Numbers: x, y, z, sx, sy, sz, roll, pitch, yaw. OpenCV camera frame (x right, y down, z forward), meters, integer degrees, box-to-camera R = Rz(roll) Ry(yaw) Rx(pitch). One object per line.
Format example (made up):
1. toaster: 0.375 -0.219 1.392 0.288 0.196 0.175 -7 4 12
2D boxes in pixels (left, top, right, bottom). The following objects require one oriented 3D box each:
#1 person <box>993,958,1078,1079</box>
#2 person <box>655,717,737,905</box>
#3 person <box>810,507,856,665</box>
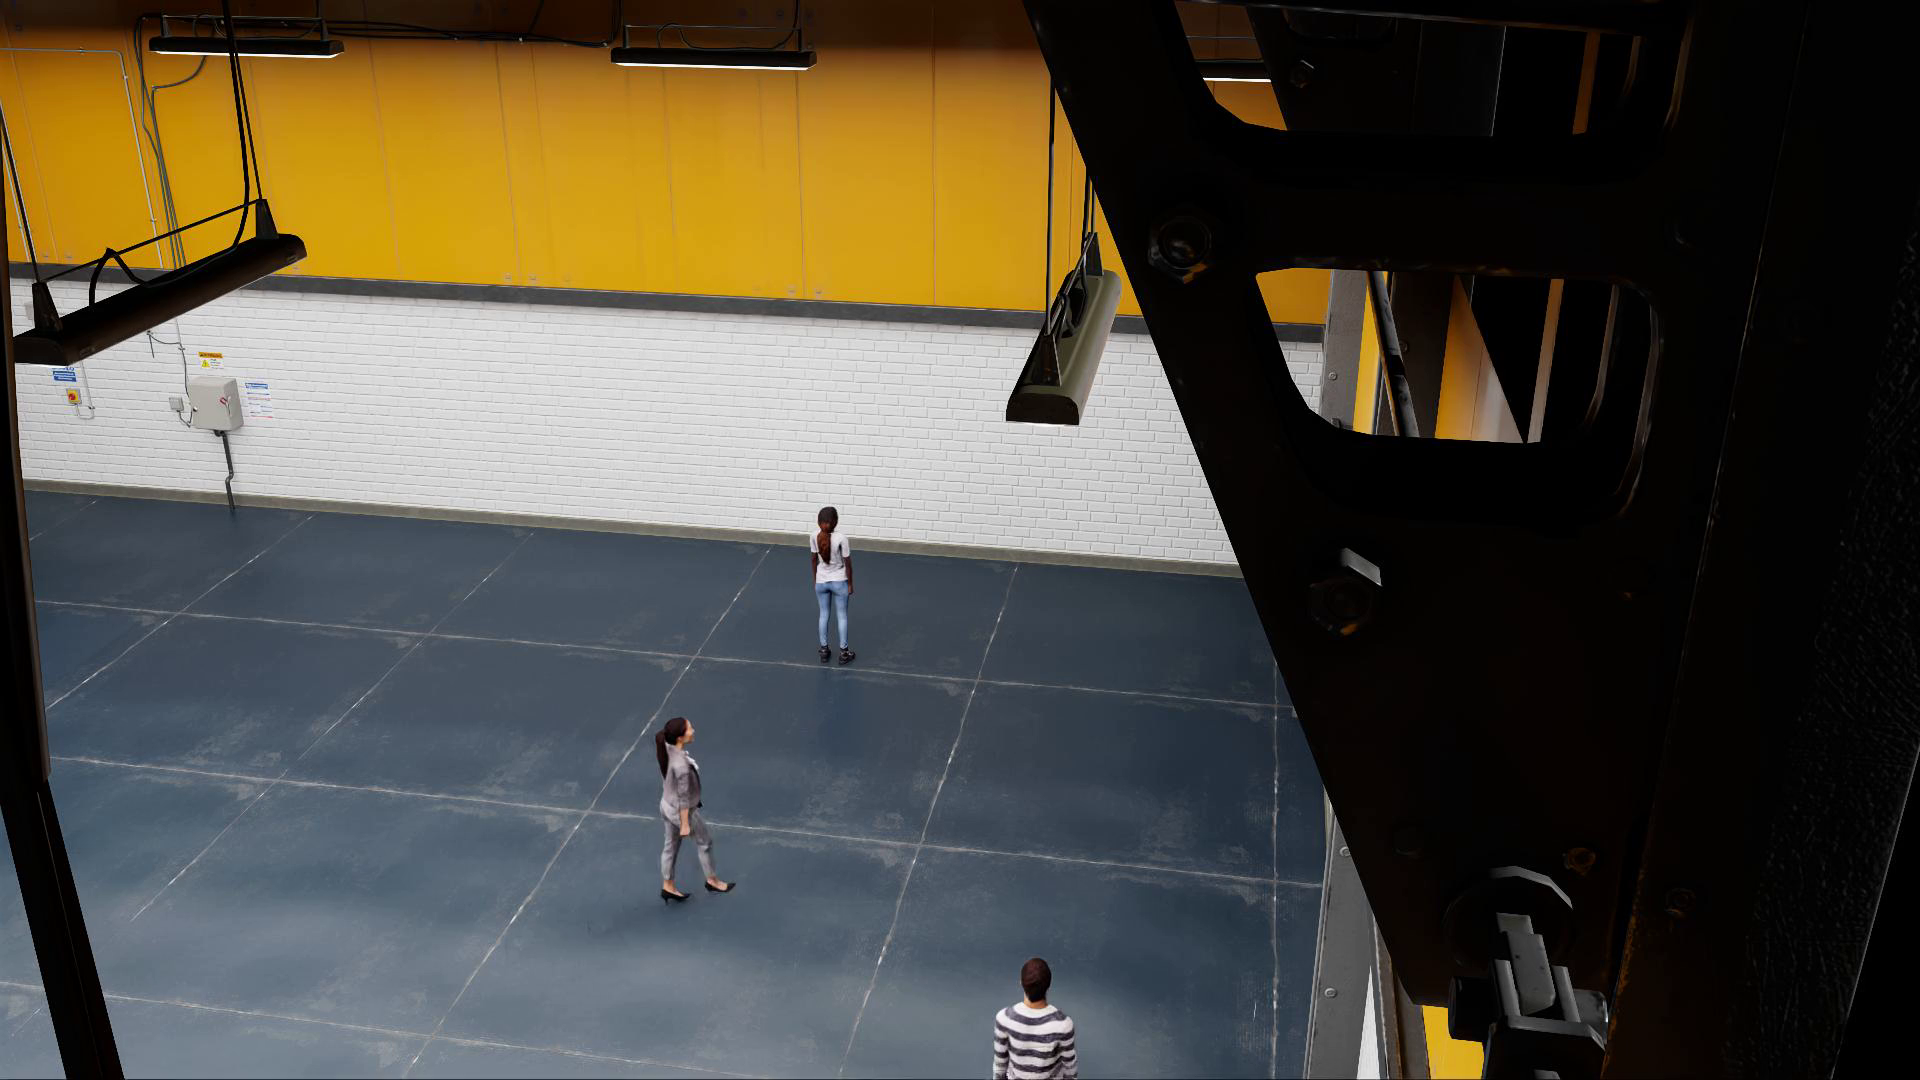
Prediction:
1. person: 0.430 3.414 10.120 0.675 1.837 0.647 6 24 13
2. person: -2.294 2.181 13.166 0.949 1.656 0.908 -12 26 -26
3. person: -1.311 0.450 17.047 0.604 1.719 0.557 7 24 15
